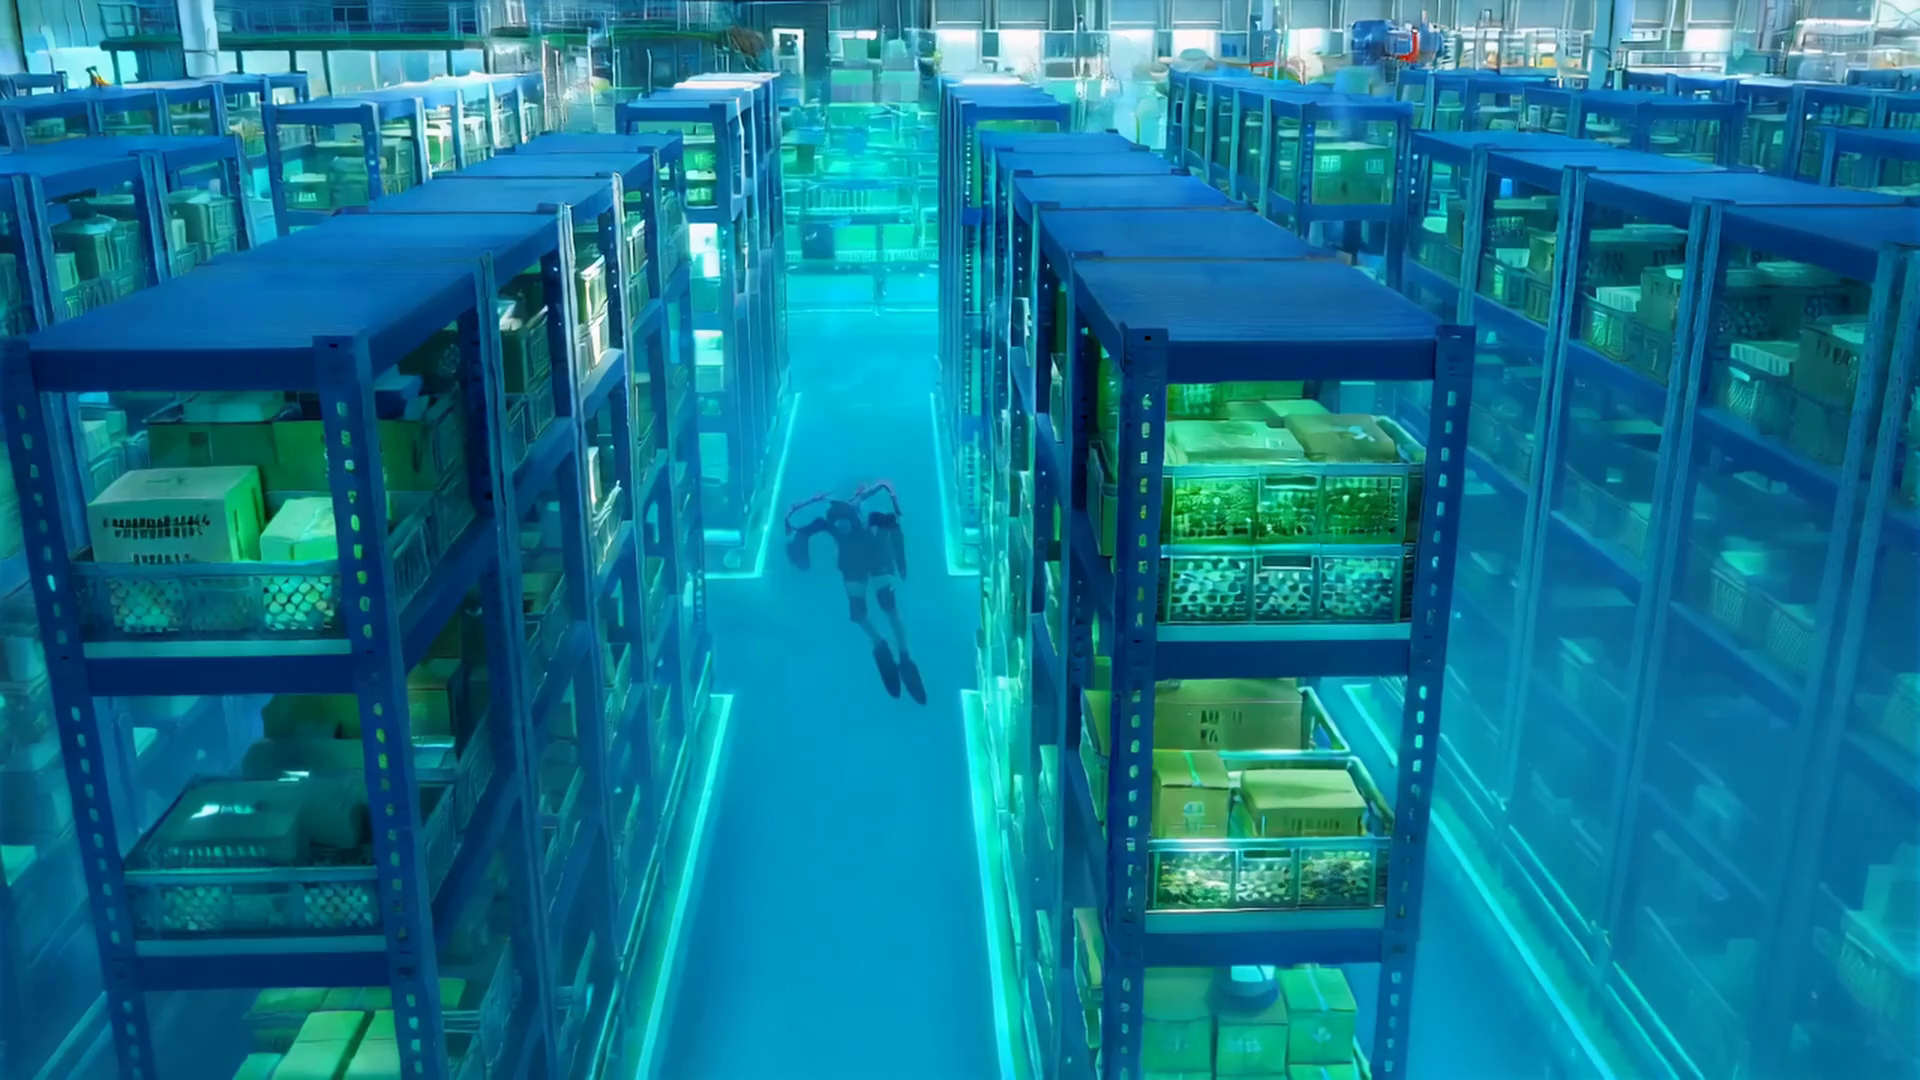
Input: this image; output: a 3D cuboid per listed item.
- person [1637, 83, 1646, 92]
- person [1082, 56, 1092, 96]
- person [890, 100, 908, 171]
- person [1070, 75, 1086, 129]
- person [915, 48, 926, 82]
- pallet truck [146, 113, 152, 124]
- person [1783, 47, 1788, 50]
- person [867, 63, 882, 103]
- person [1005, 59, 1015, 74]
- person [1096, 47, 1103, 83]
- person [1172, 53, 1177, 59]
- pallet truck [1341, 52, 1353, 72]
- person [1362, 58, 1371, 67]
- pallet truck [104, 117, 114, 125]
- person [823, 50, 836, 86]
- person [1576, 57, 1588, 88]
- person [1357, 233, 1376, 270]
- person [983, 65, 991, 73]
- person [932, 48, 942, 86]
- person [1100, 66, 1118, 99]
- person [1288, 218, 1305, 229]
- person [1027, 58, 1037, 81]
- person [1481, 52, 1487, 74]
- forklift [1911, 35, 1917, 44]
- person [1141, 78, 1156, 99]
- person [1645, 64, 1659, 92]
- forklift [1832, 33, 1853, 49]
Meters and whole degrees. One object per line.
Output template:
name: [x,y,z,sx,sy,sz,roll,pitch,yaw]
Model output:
person: [32.871,-22.330,80.021,0.507,1.846,0.345,14,22,36]
person: [6.093,-22.238,79.747,0.429,1.839,0.634,15,23,39]
person: [-1.606,-10.717,44.087,0.724,1.847,0.530,-6,19,-17]
person: [4.181,-15.521,58.957,0.583,1.830,0.989,1,18,3]
person: [-2.381,-26.615,93.220,1.008,1.878,0.569,5,18,14]
pallet truck: [-18.087,-8.309,36.390,1.885,1.965,0.823,-1,18,-4]
person: [46.935,-27.160,94.873,0.413,1.911,0.572,4,18,12]
person: [-3.574,-19.113,70.012,0.958,1.883,0.592,-16,24,-40]
person: [2.281,-20.381,73.862,0.487,1.923,0.664,-11,21,-31]
person: [7.713,-26.283,92.122,0.365,1.927,0.588,2,18,6]
person: [11.373,-25.106,88.741,0.393,1.753,0.552,-4,18,-13]
pallet truck: [18.794,-23.123,82.231,0.823,1.965,1.885,-13,22,-35]
person: [18.908,-21.548,77.625,0.533,1.830,0.646,-8,19,-22]
pallet truck: [-18.367,-7.885,35.078,1.885,1.965,0.823,1,18,2]
person: [-6.976,-25.239,88.946,0.641,1.895,0.997,7,19,20]
person: [30.968,-23.163,82.767,0.492,1.740,0.325,8,19,22]
person: [4.413,-2.641,19.153,0.638,1.805,0.676,6,19,18]
person: [0.876,-17.561,65.054,1.040,1.989,0.619,1,18,3]
person: [-1.159,-25.331,89.128,0.614,1.951,0.932,-9,20,-25]
person: [5.590,-16.618,62.032,0.683,2.000,0.536,-6,19,-19]
person: [3.917,-2.759,19.260,0.842,1.957,0.636,-1,18,-4]
person: [3.603,-23.094,82.626,0.547,1.696,0.316,-7,19,-20]
person: [27.235,-24.558,86.896,0.806,1.864,0.587,-4,18,-12]
forklift: [50.031,-25.168,87.146,1.129,2.768,1.873,-10,20,-29]
person: [6.397,-14.640,56.168,1.013,1.881,0.569,-13,22,-34]
person: [34.493,-23.178,82.553,0.833,1.915,0.636,7,19,20]
forklift: [46.103,-25.165,87.138,1.129,2.768,1.873,-6,19,-17]
